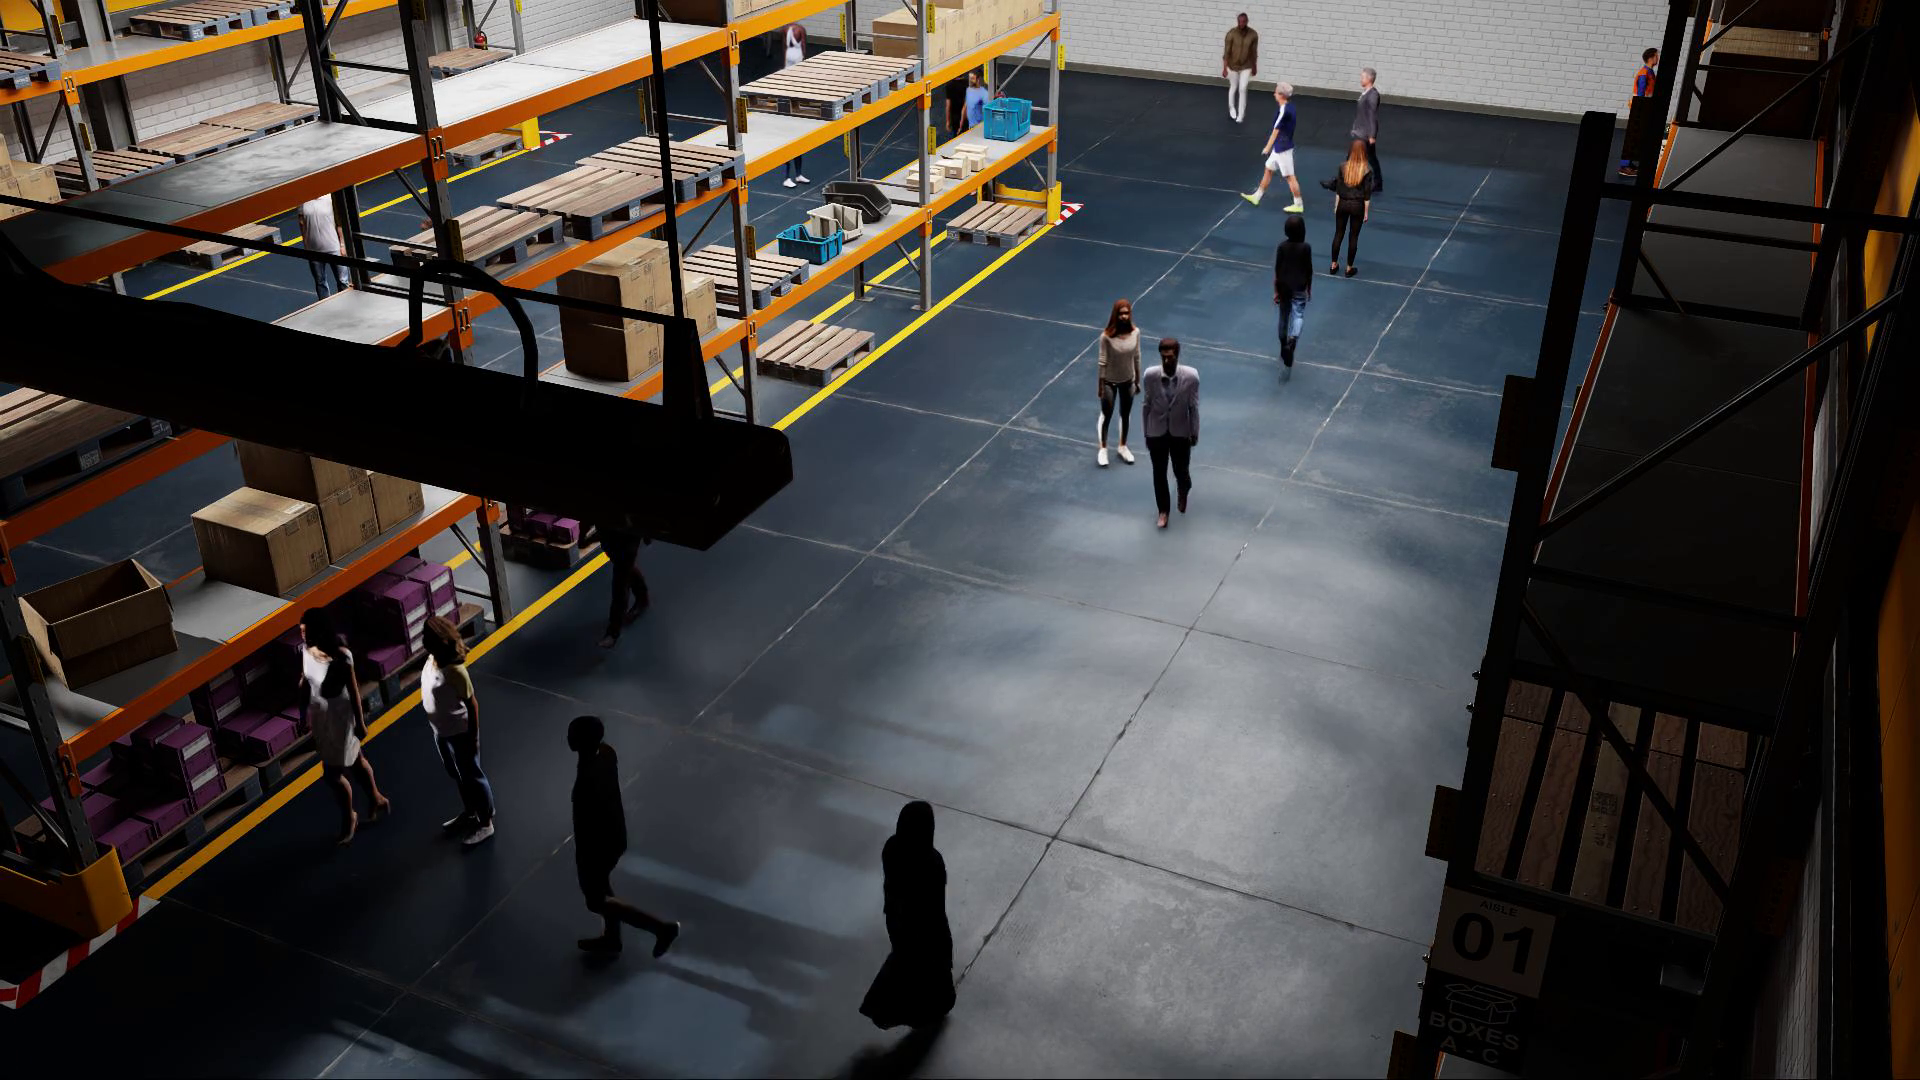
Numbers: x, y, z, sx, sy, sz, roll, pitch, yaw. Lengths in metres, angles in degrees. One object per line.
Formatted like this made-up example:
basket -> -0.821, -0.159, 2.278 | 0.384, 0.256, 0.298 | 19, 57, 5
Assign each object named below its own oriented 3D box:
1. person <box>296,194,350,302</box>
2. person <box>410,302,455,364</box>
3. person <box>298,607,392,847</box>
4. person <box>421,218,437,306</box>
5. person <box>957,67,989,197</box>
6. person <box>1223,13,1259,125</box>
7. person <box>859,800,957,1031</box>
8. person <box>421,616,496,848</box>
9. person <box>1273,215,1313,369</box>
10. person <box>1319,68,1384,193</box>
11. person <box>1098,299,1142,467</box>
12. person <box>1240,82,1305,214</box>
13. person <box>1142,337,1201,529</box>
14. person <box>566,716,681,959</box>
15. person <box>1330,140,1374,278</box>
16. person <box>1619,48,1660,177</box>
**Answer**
person -> -7.425, -3.439, 19.429 | 0.756, 1.867, 0.735 | -1, 29, -1
person -> -4.986, -1.334, 15.671 | 0.561, 1.768, 0.876 | 13, 31, 22
person -> -4.059, 1.174, 11.084 | 0.693, 1.759, 0.772 | 19, 34, 31
person -> -5.812, -2.894, 18.786 | 0.735, 1.524, 1.057 | 22, 35, 34
person -> 0.320, -5.918, 23.998 | 0.864, 1.842, 0.814 | -13, 31, -22
person -> 4.641, -7.844, 27.591 | 0.993, 1.784, 1.274 | 1, 29, 2
person -> -0.304, 2.170, 9.421 | 0.770, 1.603, 0.942 | 25, 38, 38
person -> -3.321, 1.249, 10.983 | 0.667, 1.723, 0.699 | -25, 37, -38
person -> 3.635, -2.702, 18.279 | 0.632, 1.673, 1.035 | 10, 30, 17
person -> 5.916, -5.847, 23.910 | 1.059, 1.802, 1.221 | 3, 29, 5
person -> 1.529, -1.551, 16.132 | 0.676, 1.708, 0.722 | -8, 30, -14
person -> 4.584, -5.409, 23.127 | 0.829, 1.783, 1.130 | 7, 29, 13
person -> 1.906, -1.020, 15.035 | 0.745, 1.826, 0.815 | 5, 29, 10
person -> -2.048, 1.811, 9.889 | 0.934, 1.785, 0.971 | 1, 29, 2
person -> 4.917, -4.181, 20.952 | 0.609, 1.709, 0.559 | 16, 32, 26
person -> 10.185, -6.427, 24.908 | 0.767, 1.864, 0.558 | 15, 32, 26
